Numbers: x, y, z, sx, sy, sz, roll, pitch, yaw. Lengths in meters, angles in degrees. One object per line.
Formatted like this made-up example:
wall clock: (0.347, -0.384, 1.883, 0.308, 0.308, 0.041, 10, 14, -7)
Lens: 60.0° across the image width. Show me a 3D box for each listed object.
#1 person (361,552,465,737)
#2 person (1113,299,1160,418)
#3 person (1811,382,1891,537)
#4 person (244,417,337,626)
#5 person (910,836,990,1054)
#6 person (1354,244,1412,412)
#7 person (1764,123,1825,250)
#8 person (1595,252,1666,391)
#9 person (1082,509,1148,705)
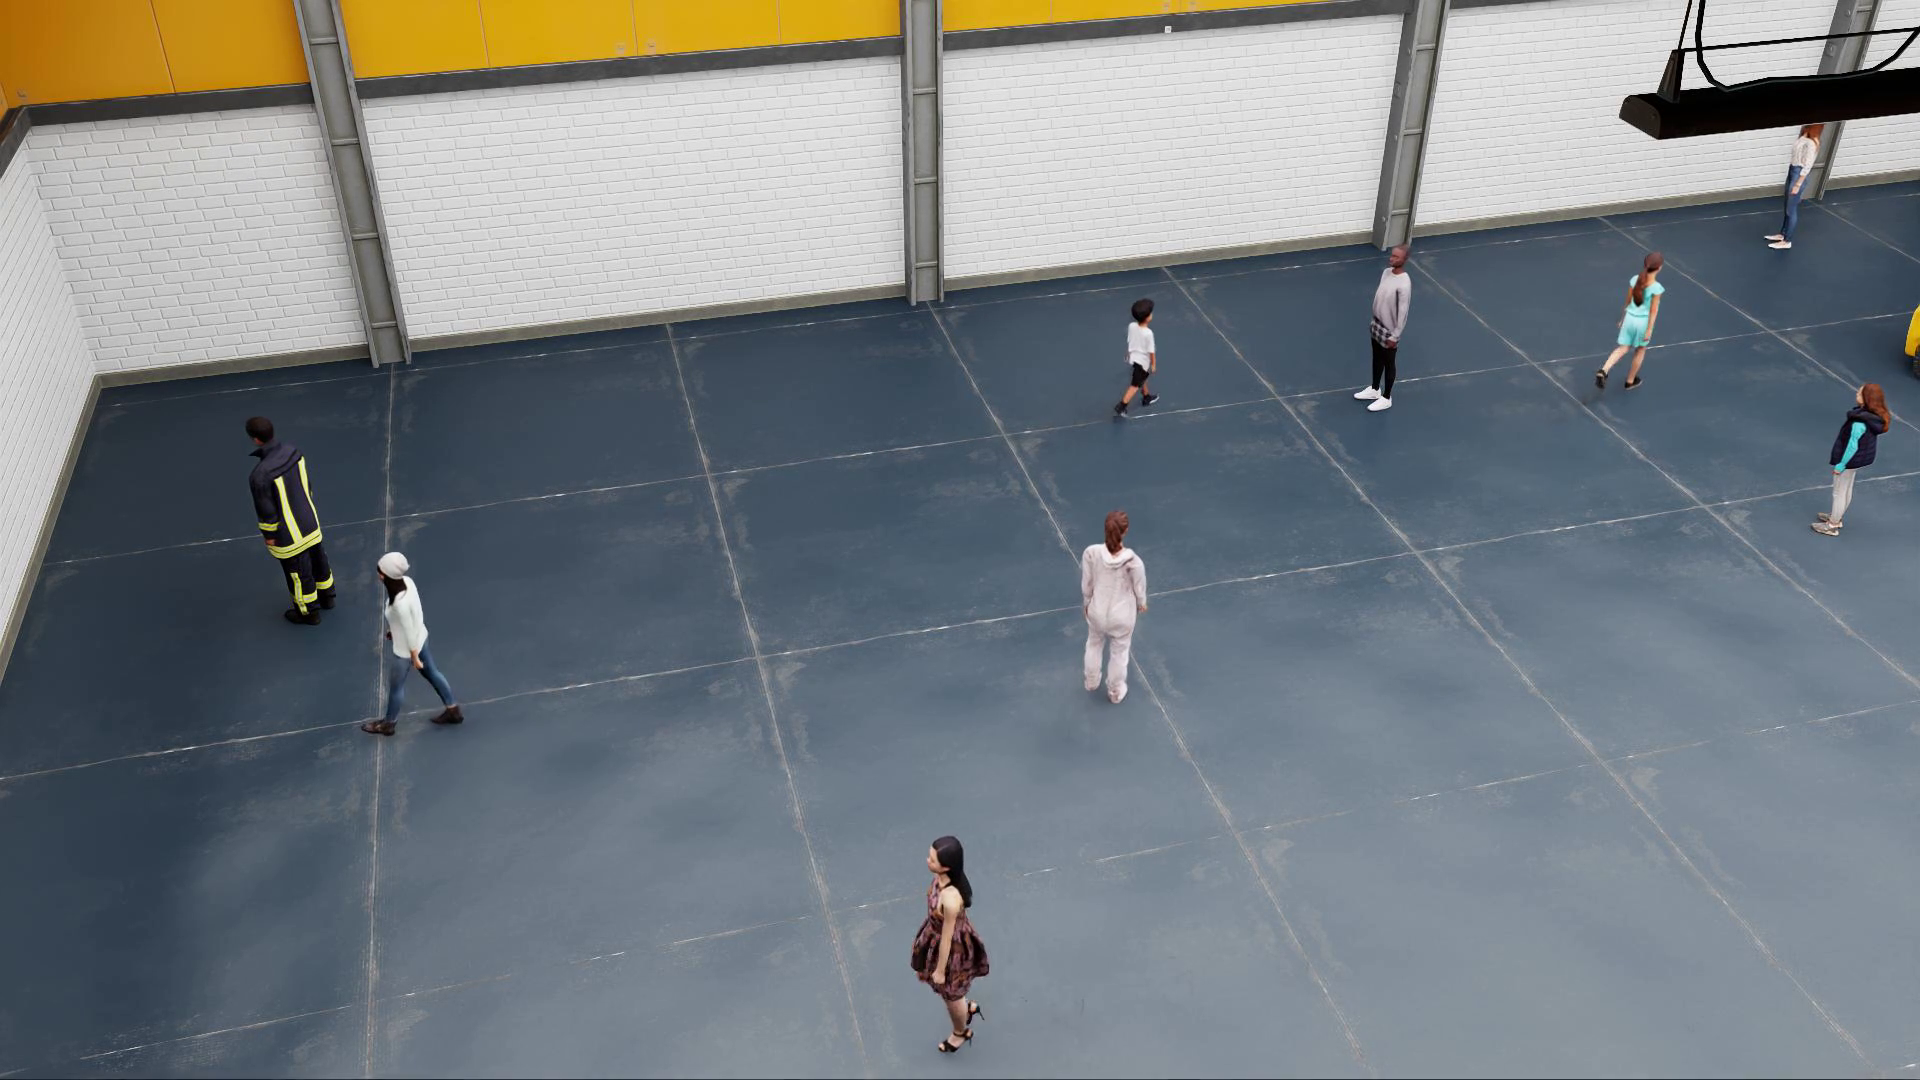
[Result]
person: (-4.095, 0.773, 12.593, 1.001, 1.612, 0.663, -5, 34, -7)
person: (1.787, -1.825, 16.835, 0.943, 1.243, 0.716, -23, 40, -31)
person: (8.021, -0.737, 14.967, 0.746, 1.499, 0.668, 26, 41, 33)
person: (-5.530, -0.173, 13.736, 0.893, 1.922, 0.894, 10, 35, 14)
person: (0.020, 2.438, 9.952, 0.697, 1.762, 0.642, -7, 34, -10)
person: (4.351, -2.169, 16.875, 0.538, 1.771, 0.624, -10, 35, -15)
person: (10.240, -4.414, 20.292, 0.675, 1.729, 0.658, 10, 35, 15)
person: (6.942, -2.211, 17.145, 0.993, 1.543, 0.744, -21, 39, -28)
person: (1.173, 0.553, 12.859, 0.741, 1.684, 0.816, 14, 36, 20)
